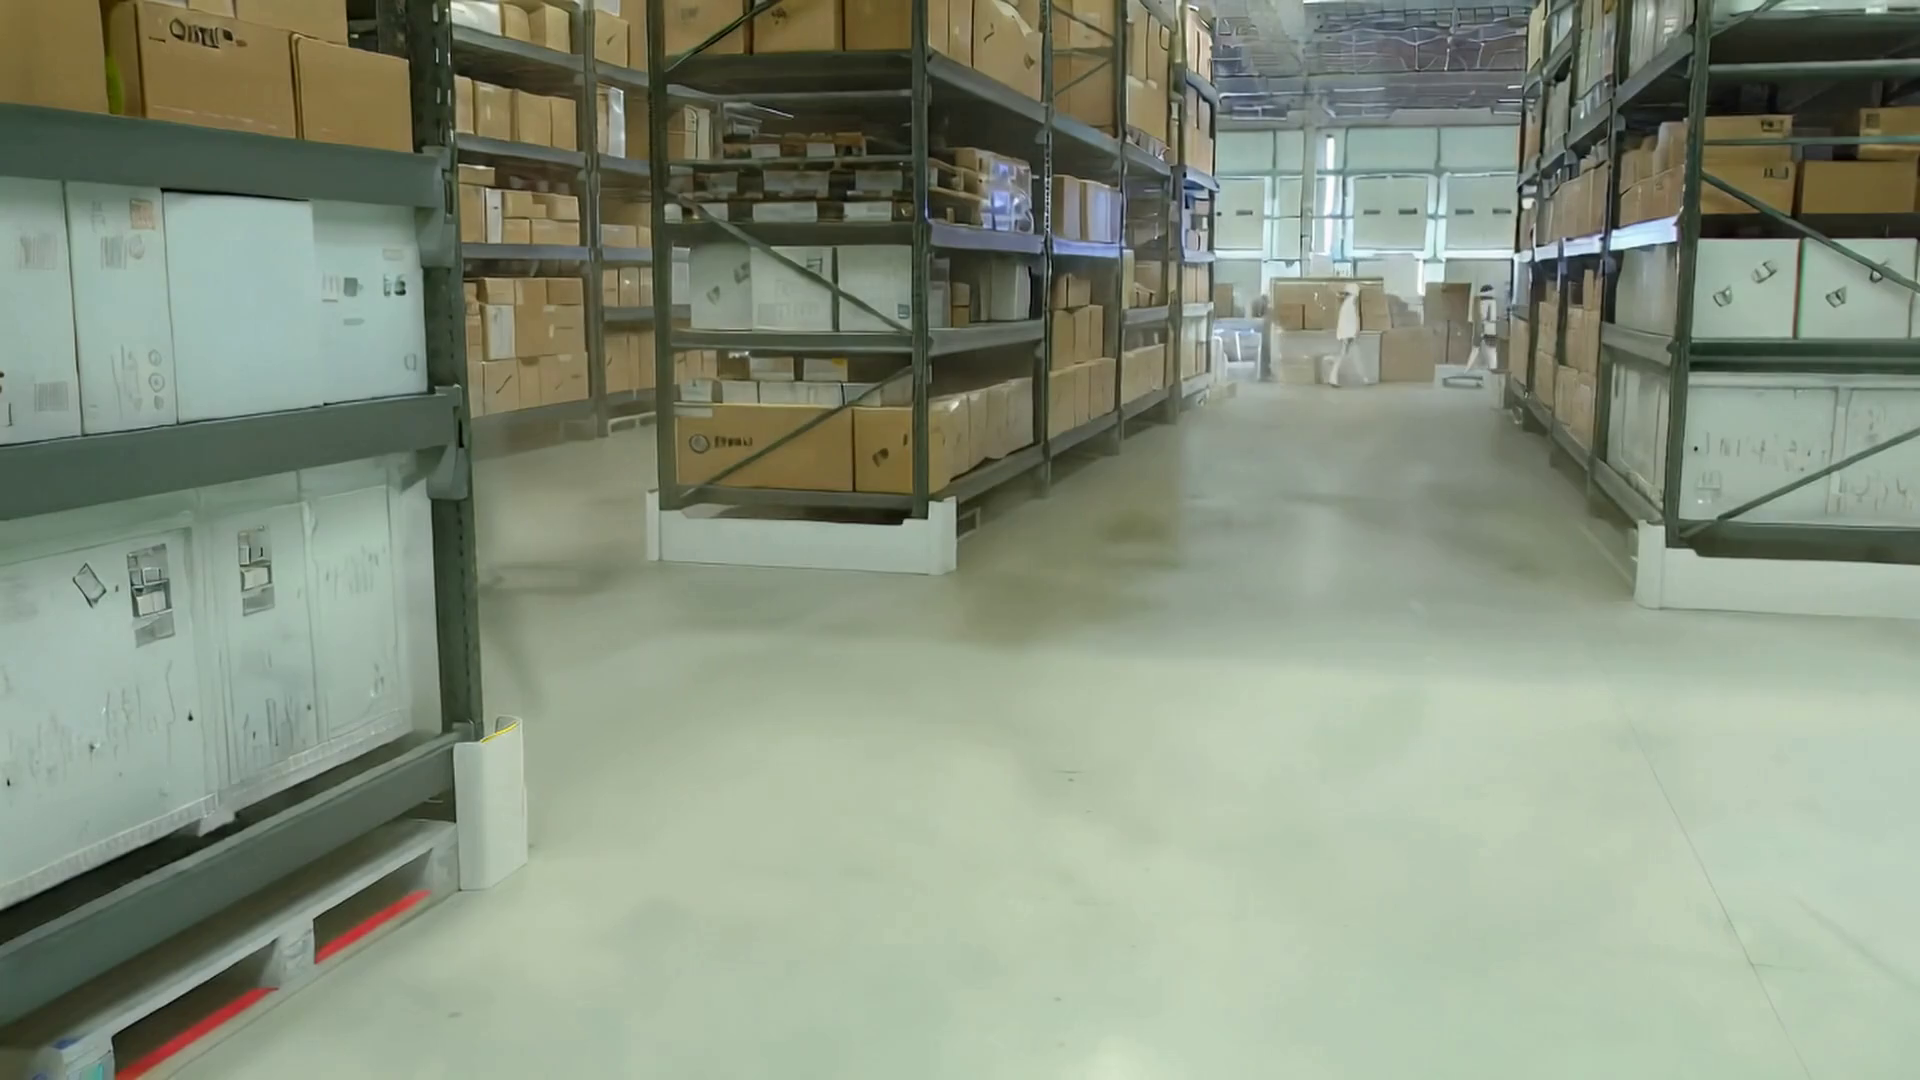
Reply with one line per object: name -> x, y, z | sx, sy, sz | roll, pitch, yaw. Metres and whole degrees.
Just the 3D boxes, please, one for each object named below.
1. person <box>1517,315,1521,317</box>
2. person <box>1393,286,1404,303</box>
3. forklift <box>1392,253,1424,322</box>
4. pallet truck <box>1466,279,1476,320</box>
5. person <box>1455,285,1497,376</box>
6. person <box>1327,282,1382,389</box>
person -> 14.148, -5.528, 41.895 | 0.627, 1.934, 0.371 | -6, 11, -35
person -> 9.681, -4.699, 36.915 | 0.429, 1.842, 0.630 | -1, 9, -7
forklift -> 14.534, -7.989, 54.531 | 1.129, 2.768, 1.873 | -9, 12, -43
pallet truck -> 18.896, -8.459, 60.307 | 1.885, 1.965, 0.823 | 5, 10, 31
person -> 10.507, -4.190, 33.521 | 0.575, 1.883, 0.985 | -8, 12, -40
person -> 7.176, -3.702, 30.224 | 0.992, 1.943, 0.635 | 1, 9, 6
